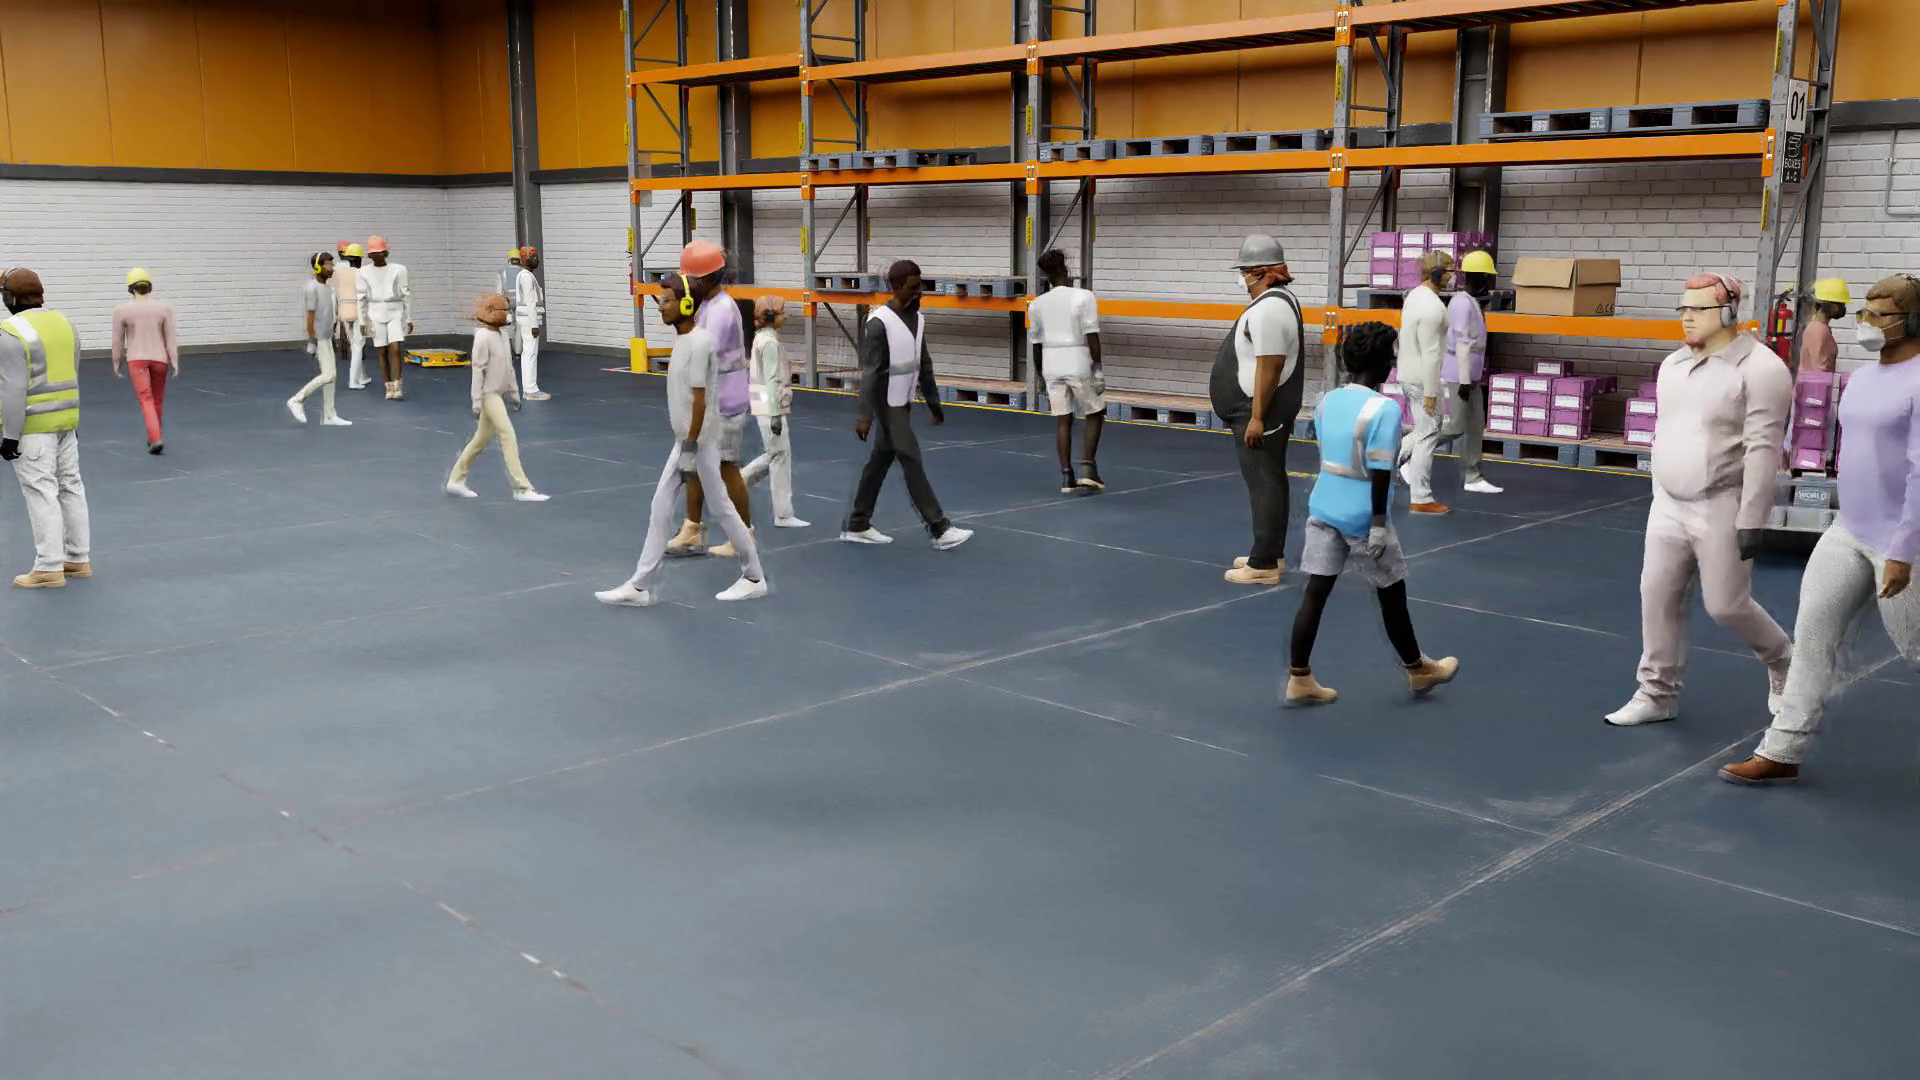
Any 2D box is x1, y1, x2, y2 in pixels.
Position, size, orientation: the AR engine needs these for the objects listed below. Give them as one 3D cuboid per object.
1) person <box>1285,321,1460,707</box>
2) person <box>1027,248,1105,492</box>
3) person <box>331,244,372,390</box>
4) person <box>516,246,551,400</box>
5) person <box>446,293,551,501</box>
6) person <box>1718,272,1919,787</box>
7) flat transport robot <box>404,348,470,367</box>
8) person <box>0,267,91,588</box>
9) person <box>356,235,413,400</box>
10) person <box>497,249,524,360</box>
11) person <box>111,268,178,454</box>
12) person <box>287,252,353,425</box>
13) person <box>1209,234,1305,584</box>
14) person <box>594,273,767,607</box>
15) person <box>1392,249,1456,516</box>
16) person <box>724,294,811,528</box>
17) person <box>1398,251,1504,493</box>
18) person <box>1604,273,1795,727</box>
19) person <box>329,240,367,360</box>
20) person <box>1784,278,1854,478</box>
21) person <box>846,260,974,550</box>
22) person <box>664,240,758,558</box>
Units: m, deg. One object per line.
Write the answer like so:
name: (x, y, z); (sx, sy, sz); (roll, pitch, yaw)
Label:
person: (1.775, -0.108, 7.160); (0.847, 1.649, 0.557); (-5, 11, -24)
person: (0.851, -1.324, 13.110); (0.703, 1.917, 0.379); (6, 12, 30)
person: (-7.931, -2.952, 22.009); (0.621, 1.893, 0.868); (2, 11, 9)
person: (-5.290, -2.669, 20.530); (0.355, 1.883, 0.575); (-4, 11, -21)
person: (-3.593, -1.089, 12.721); (0.866, 1.590, 0.518); (1, 10, 6)
person: (3.366, -0.004, 5.984); (0.994, 1.905, 0.640); (-1, 10, -5)
flat transport robot: (-8.151, -2.845, 25.886); (0.652, 0.197, 1.431); (-6, 12, -31)
person: (-5.331, -0.645, 9.614); (0.430, 1.840, 0.625); (1, 10, 6)
person: (-7.044, -2.694, 20.321); (0.628, 2.008, 0.848); (-2, 11, -11)
person: (-7.267, -3.883, 27.394); (0.621, 1.785, 0.928); (0, 10, -3)
person: (-7.612, -1.676, 15.563); (0.537, 1.720, 0.908); (-8, 13, -37)
person: (-6.816, -2.117, 17.638); (0.530, 1.849, 0.527); (0, 10, -2)
person: (1.727, -0.769, 9.739); (0.536, 2.000, 0.688); (4, 11, 19)
person: (-1.495, -0.532, 9.057); (0.968, 1.818, 0.545); (-5, 11, -25)
person: (3.293, -1.119, 11.969); (0.511, 1.922, 0.639); (0, 10, 2)
person: (-1.359, -0.875, 11.457); (0.568, 1.625, 0.519); (-2, 11, -10)
person: (3.901, -1.314, 13.079); (0.749, 1.907, 0.600); (5, 12, 27)
person: (3.109, -0.151, 6.813); (0.785, 1.877, 0.650); (-4, 11, -21)
person: (-9.954, -3.893, 27.057); (0.548, 1.937, 0.365); (-3, 11, -16)
person: (6.098, -1.032, 12.039); (0.851, 1.724, 0.506); (7, 12, 33)
person: (-0.327, -0.858, 10.700); (0.985, 1.854, 0.731); (4, 11, 22)
person: (-1.590, -0.835, 10.245); (0.747, 1.990, 0.654); (-4, 11, -18)
